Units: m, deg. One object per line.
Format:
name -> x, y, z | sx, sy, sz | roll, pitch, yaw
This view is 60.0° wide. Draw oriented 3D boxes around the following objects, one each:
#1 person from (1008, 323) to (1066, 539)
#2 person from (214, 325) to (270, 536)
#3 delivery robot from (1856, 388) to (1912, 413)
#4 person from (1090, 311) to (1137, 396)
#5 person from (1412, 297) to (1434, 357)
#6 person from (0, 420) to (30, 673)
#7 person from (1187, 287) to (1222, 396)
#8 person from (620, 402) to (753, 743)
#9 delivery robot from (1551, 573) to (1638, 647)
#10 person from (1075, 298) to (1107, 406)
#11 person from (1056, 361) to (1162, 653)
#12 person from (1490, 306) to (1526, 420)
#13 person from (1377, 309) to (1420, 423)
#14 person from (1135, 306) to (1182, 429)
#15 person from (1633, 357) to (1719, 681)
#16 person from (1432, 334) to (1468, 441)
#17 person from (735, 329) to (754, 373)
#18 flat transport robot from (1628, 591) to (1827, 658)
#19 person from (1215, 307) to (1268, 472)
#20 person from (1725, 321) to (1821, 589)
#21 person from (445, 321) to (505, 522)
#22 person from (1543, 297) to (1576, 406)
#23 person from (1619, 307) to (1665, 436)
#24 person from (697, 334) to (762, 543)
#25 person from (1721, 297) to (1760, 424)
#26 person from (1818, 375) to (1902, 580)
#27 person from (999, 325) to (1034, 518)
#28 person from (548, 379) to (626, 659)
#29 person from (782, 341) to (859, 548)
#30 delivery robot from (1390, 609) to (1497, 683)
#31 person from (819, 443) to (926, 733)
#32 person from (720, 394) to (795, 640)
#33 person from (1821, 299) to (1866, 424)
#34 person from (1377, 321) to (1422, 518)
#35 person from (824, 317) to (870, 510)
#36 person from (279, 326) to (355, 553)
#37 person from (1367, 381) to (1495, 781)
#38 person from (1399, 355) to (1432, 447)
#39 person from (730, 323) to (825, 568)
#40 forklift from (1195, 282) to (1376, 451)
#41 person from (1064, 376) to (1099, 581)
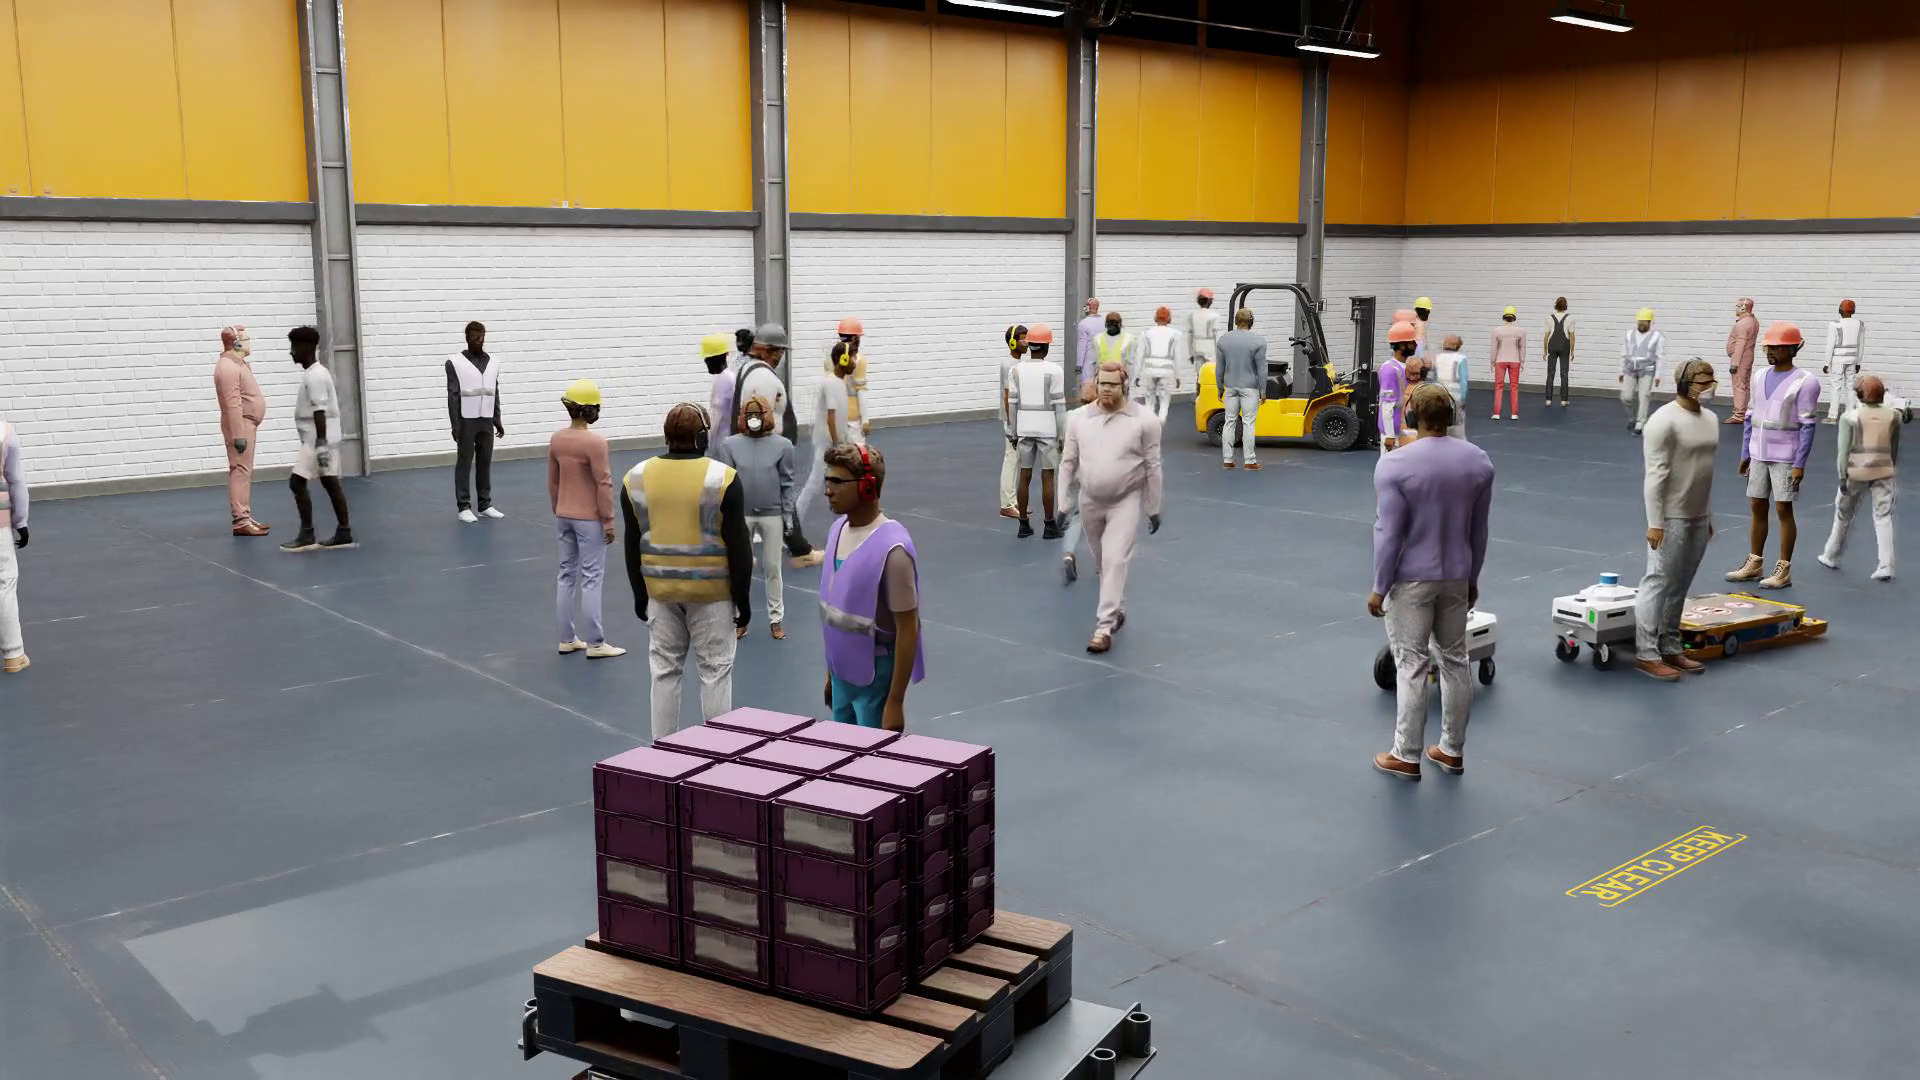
person -> 0.703, -0.973, 14.934 | 0.543, 1.939, 0.361 | 5, 11, 25
person -> -6.527, -0.995, 15.140 | 0.409, 1.911, 0.651 | -3, 10, -20
delivery robot -> 13.857, -2.042, 24.964 | 0.707, 0.478, 0.477 | 8, 12, 38
person -> 1.969, -2.042, 21.540 | 0.632, 1.821, 0.499 | 3, 10, 17
person -> 6.857, -2.667, 24.903 | 0.383, 1.922, 0.587 | 1, 10, 4
person -> -5.967, -0.087, 10.034 | 0.633, 1.841, 0.429 | -5, 11, -28
person -> 3.937, -3.019, 26.628 | 0.671, 2.030, 0.504 | 9, 13, 43
person -> -1.291, 0.256, 8.025 | 0.632, 1.843, 0.429 | 2, 10, 12
delivery robot -> 4.033, 0.450, 10.377 | 0.707, 0.478, 0.477 | -6, 11, -31
person -> 1.969, -2.683, 25.044 | 0.642, 1.909, 0.409 | -9, 13, -43
person -> 0.971, -0.245, 10.924 | 0.662, 1.858, 0.989 | 4, 11, 24
person -> 8.472, -2.732, 25.741 | 0.524, 1.769, 0.308 | 2, 10, 13
person -> 5.133, -1.733, 19.436 | 0.408, 1.917, 0.565 | 8, 12, 38
person -> 2.683, -2.245, 22.593 | 0.652, 1.866, 0.581 | 2, 10, 13
person -> 4.325, -0.131, 10.008 | 0.635, 1.937, 0.352 | -7, 12, -36
person -> 6.012, -1.732, 20.404 | 0.892, 1.590, 0.543 | -9, 13, -41
person -> -2.481, -1.646, 19.598 | 0.378, 1.682, 0.556 | -7, 12, -37
flat transport robot -> 4.978, 0.544, 10.931 | 1.431, 0.197, 0.652 | -6, 11, -31
person -> 3.323, -1.774, 19.623 | 0.636, 1.938, 0.354 | 6, 11, 31
person -> 6.220, -0.647, 12.723 | 0.375, 2.044, 0.607 | -4, 10, -22
person -> -4.661, -1.142, 15.998 | 0.396, 1.913, 0.590 | 7, 12, 36
person -> 10.164, -3.197, 28.230 | 0.505, 1.847, 0.346 | 5, 11, 25
person -> 9.584, -2.364, 23.423 | 0.627, 1.816, 0.425 | 9, 13, 42
person -> -2.108, -0.876, 14.618 | 0.992, 1.856, 0.577 | -1, 10, -8
person -> 11.792, -2.703, 25.142 | 0.410, 1.913, 0.643 | 8, 13, 39
person -> 7.192, -0.500, 13.180 | 0.517, 1.594, 0.853 | 1, 10, 4
person -> 0.549, -1.148, 16.162 | 0.318, 1.870, 0.531 | 2, 10, 12
person -> -2.373, -0.134, 10.526 | 0.528, 1.767, 0.330 | 7, 12, 37
person -> -1.101, -0.783, 14.229 | 0.957, 1.809, 0.646 | 2, 10, 11
delivery robot -> 2.830, 0.562, 9.719 | 0.707, 0.478, 0.477 | -9, 13, -43
person -> -0.342, 0.544, 6.324 | 0.373, 1.843, 0.571 | -6, 11, -30
person -> -1.341, -0.149, 11.003 | 0.500, 1.633, 0.286 | -1, 10, -5
person -> 13.315, -2.677, 25.077 | 0.574, 1.882, 0.356 | -1, 10, -3
person -> 3.998, -1.015, 15.167 | 0.342, 1.941, 0.551 | 6, 11, 31
person -> -1.093, -1.245, 16.531 | 0.551, 1.934, 0.373 | 8, 13, 41
person -> -5.599, -0.858, 14.252 | 0.740, 1.936, 0.634 | -3, 10, -16
person -> 2.260, 0.203, 8.058 | 0.629, 1.937, 0.378 | -3, 10, -18
person -> 4.114, -0.847, 15.068 | 0.306, 1.639, 0.523 | -7, 12, -34
person -> -1.553, -0.779, 13.499 | 0.851, 2.000, 0.709 | -5, 11, -27
forklift -> 4.328, -2.346, 22.227 | 2.313, 2.155, 1.214 | 3, 10, 16
person -> 1.020, -0.480, 13.022 | 0.502, 1.606, 0.717 | 3, 10, 18
